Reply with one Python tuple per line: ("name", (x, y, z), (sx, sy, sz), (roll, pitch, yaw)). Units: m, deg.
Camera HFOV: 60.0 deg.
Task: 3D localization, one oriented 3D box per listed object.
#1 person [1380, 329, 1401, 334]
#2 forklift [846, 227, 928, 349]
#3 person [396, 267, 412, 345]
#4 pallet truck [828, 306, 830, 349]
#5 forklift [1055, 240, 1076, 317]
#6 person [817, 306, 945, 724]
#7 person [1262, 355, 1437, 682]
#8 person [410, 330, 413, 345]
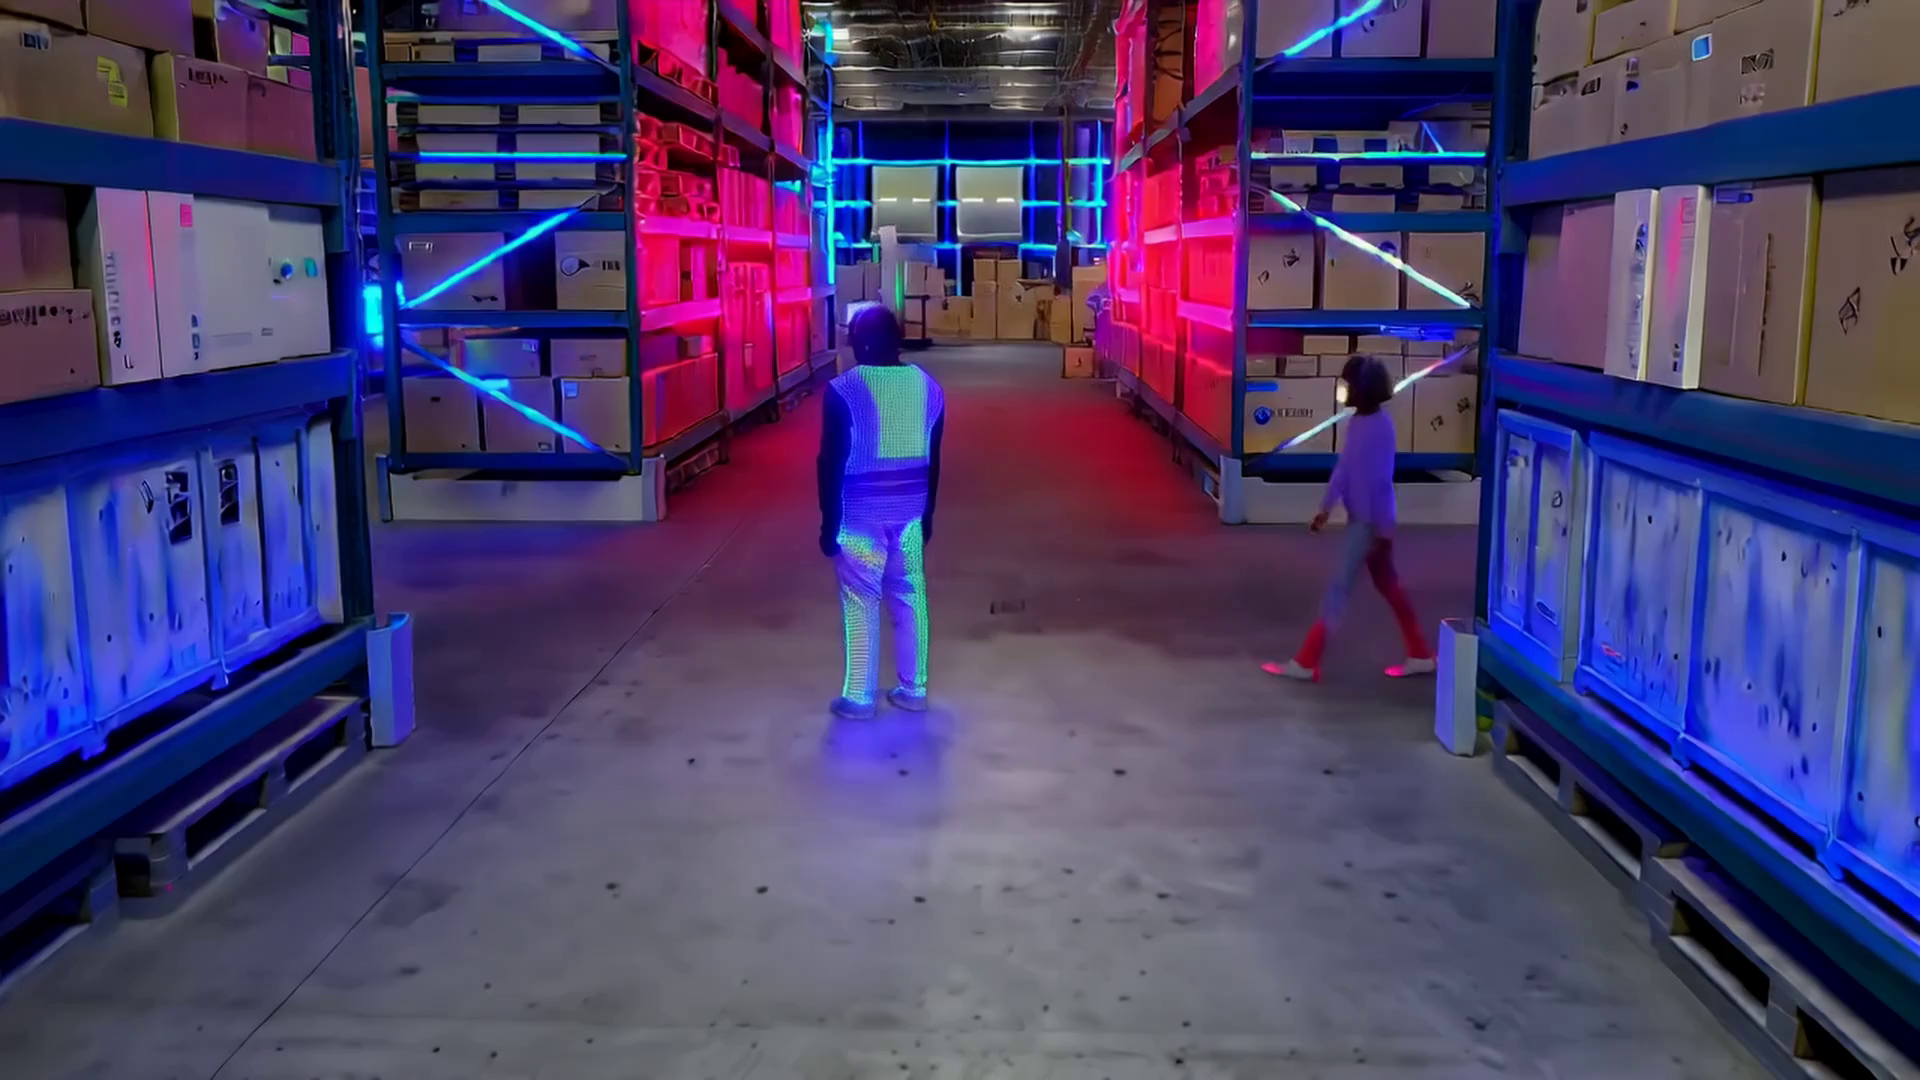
("person", (7.212, -3.494, 28.174), (0.571, 1.642, 0.902), (0, 9, 1))
("forklift", (-1.668, -5.801, 38.313), (1.873, 2.768, 1.129), (0, 9, 1))
("person", (-11.659, -4.704, 34.572), (0.387, 1.932, 0.639), (8, 12, 40))
("pallet truck", (-3.100, -3.940, 29.800), (1.885, 1.965, 0.823), (3, 10, 19))
("forklift", (3.800, -9.398, 59.853), (1.873, 2.768, 1.129), (6, 11, 32))
("person", (-0.361, -0.108, 7.362), (0.618, 1.836, 0.431), (-8, 12, -39))
("person", (1.936, -0.095, 8.008), (0.872, 1.587, 0.512), (1, 9, 4))
("person", (-12.591, -5.038, 37.552), (0.517, 1.597, 0.800), (-6, 11, -33))
